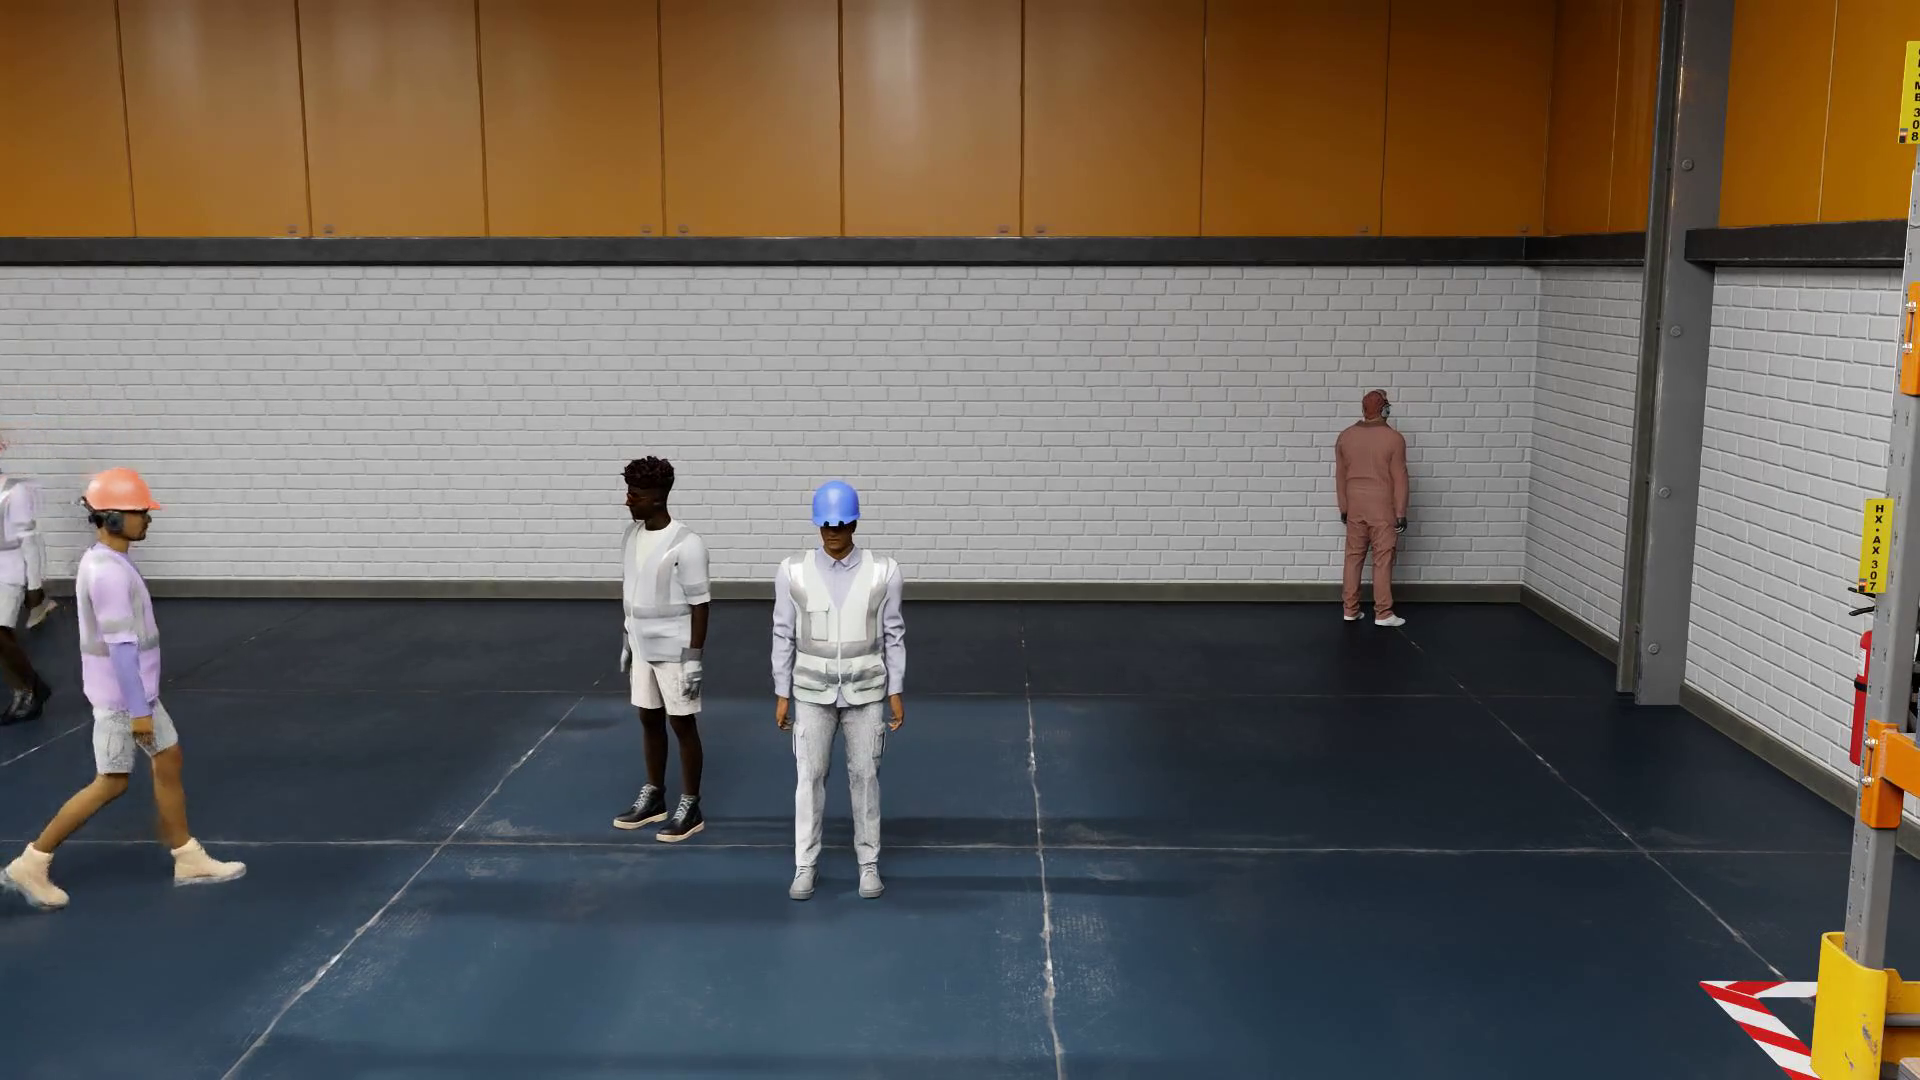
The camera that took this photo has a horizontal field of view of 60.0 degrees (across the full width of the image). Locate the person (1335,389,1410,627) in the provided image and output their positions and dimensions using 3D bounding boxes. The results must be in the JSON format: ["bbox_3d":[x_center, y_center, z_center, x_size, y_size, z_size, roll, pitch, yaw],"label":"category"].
[{"bbox_3d":[3.337,-0.257,13.398,0.409,1.913,0.639,-9,13,-44],"label":"person"}]

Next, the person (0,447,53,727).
[{"bbox_3d":[-6.061,0.232,10.442,0.548,1.913,0.412,4,10,21],"label":"person"}]

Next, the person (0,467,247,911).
[{"bbox_3d":[-3.866,0.672,7.543,0.976,2.012,0.615,-4,10,-25],"label":"person"}]

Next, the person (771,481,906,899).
[{"bbox_3d":[-0.553,0.689,7.620,0.615,1.945,0.406,-1,9,-3],"label":"person"}]

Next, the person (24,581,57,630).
[{"bbox_3d":[-7.716,-0.189,13.013,1.035,1.926,0.628,-6,11,-32],"label":"person"}]

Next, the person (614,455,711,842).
[{"bbox_3d":[-1.515,0.543,8.447,0.607,1.963,0.373,8,13,41],"label":"person"}]
